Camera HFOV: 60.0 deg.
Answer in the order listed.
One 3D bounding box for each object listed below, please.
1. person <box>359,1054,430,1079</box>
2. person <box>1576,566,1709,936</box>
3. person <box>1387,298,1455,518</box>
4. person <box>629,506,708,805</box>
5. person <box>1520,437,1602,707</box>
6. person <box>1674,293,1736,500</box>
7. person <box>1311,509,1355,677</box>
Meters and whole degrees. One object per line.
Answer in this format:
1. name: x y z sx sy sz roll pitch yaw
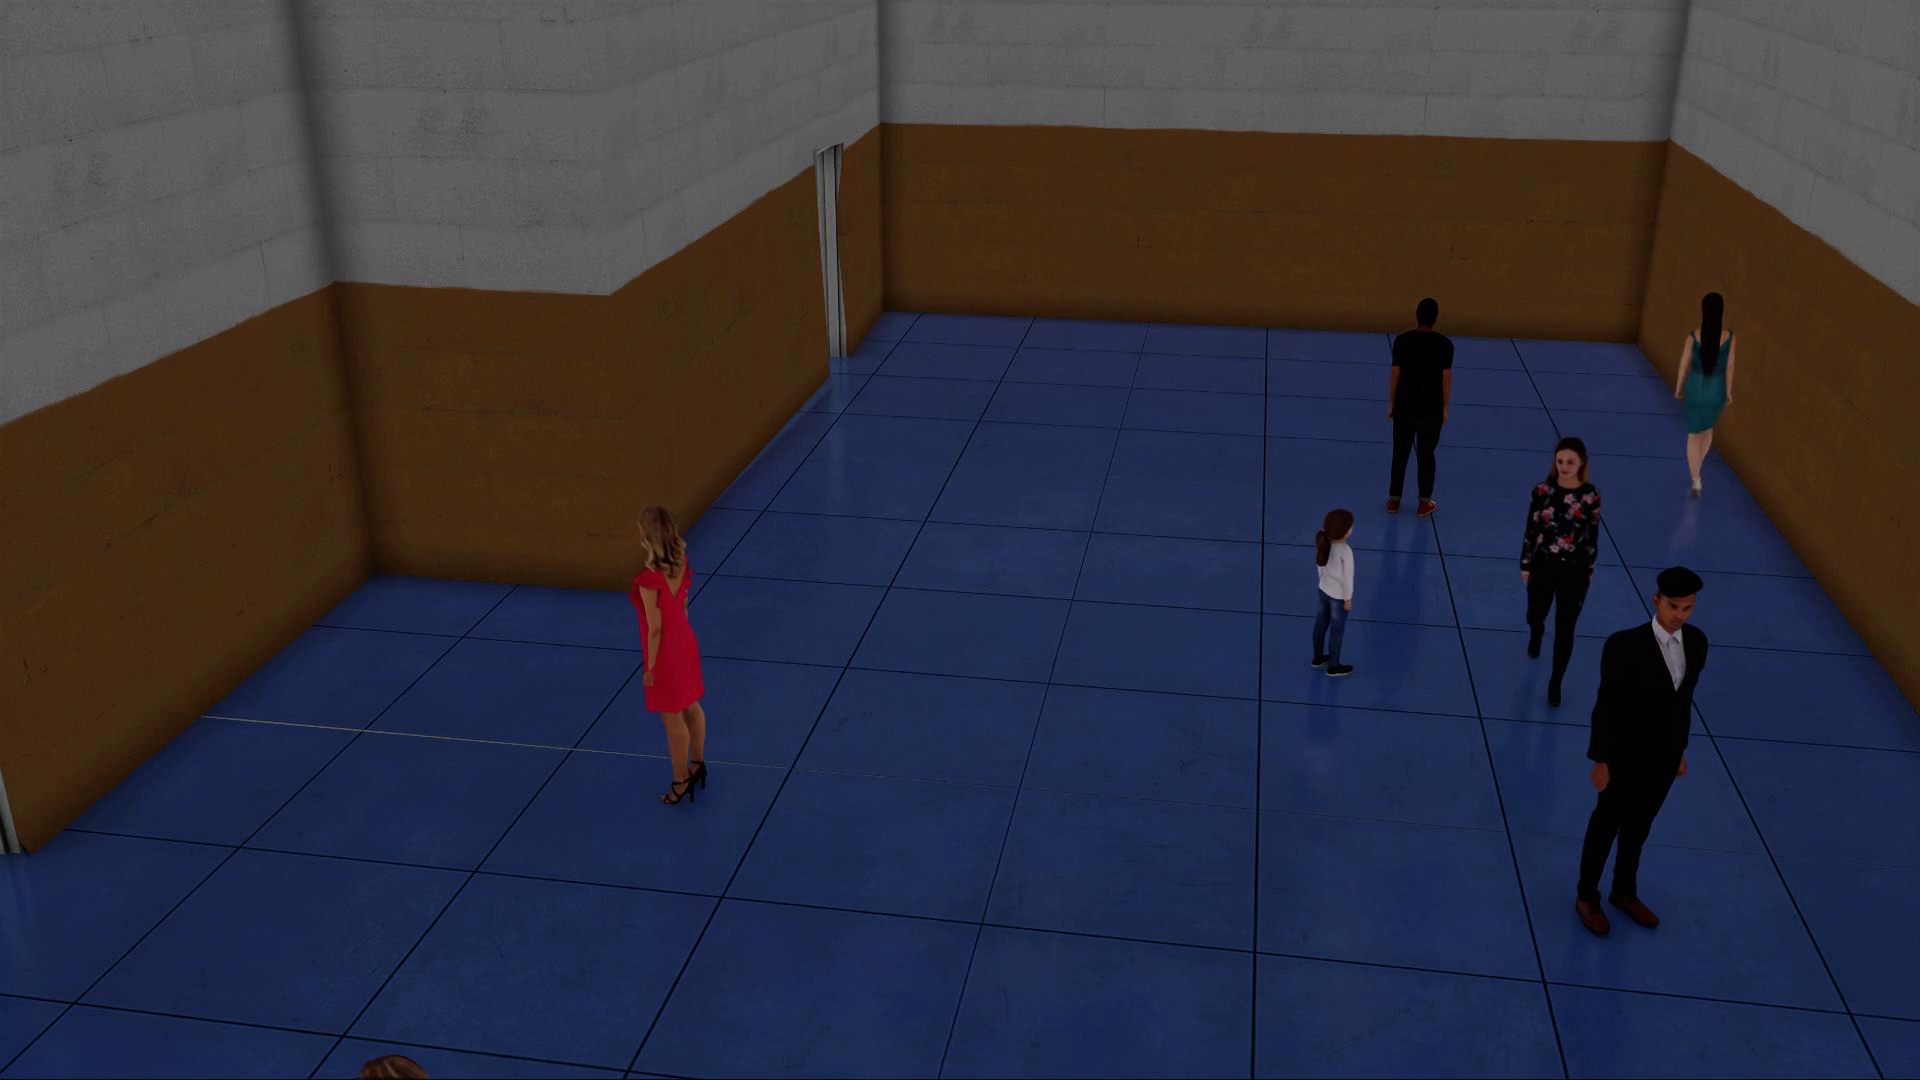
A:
1. person: -1.596 2.249 4.977 0.765 1.722 0.676 -19 29 -39
2. person: 3.246 0.983 7.939 0.663 1.877 0.831 -6 23 -13
3. person: 3.629 -1.051 13.162 0.589 1.758 0.738 9 24 21
4. person: -1.567 0.621 9.043 0.605 1.728 0.616 9 24 22
5. person: 3.712 0.143 10.330 0.985 1.655 0.766 7 23 18
6. person: 6.046 -1.136 13.505 0.786 1.660 0.646 5 23 13
7. person: 2.392 0.316 10.630 0.579 1.110 0.528 -10 24 -24
